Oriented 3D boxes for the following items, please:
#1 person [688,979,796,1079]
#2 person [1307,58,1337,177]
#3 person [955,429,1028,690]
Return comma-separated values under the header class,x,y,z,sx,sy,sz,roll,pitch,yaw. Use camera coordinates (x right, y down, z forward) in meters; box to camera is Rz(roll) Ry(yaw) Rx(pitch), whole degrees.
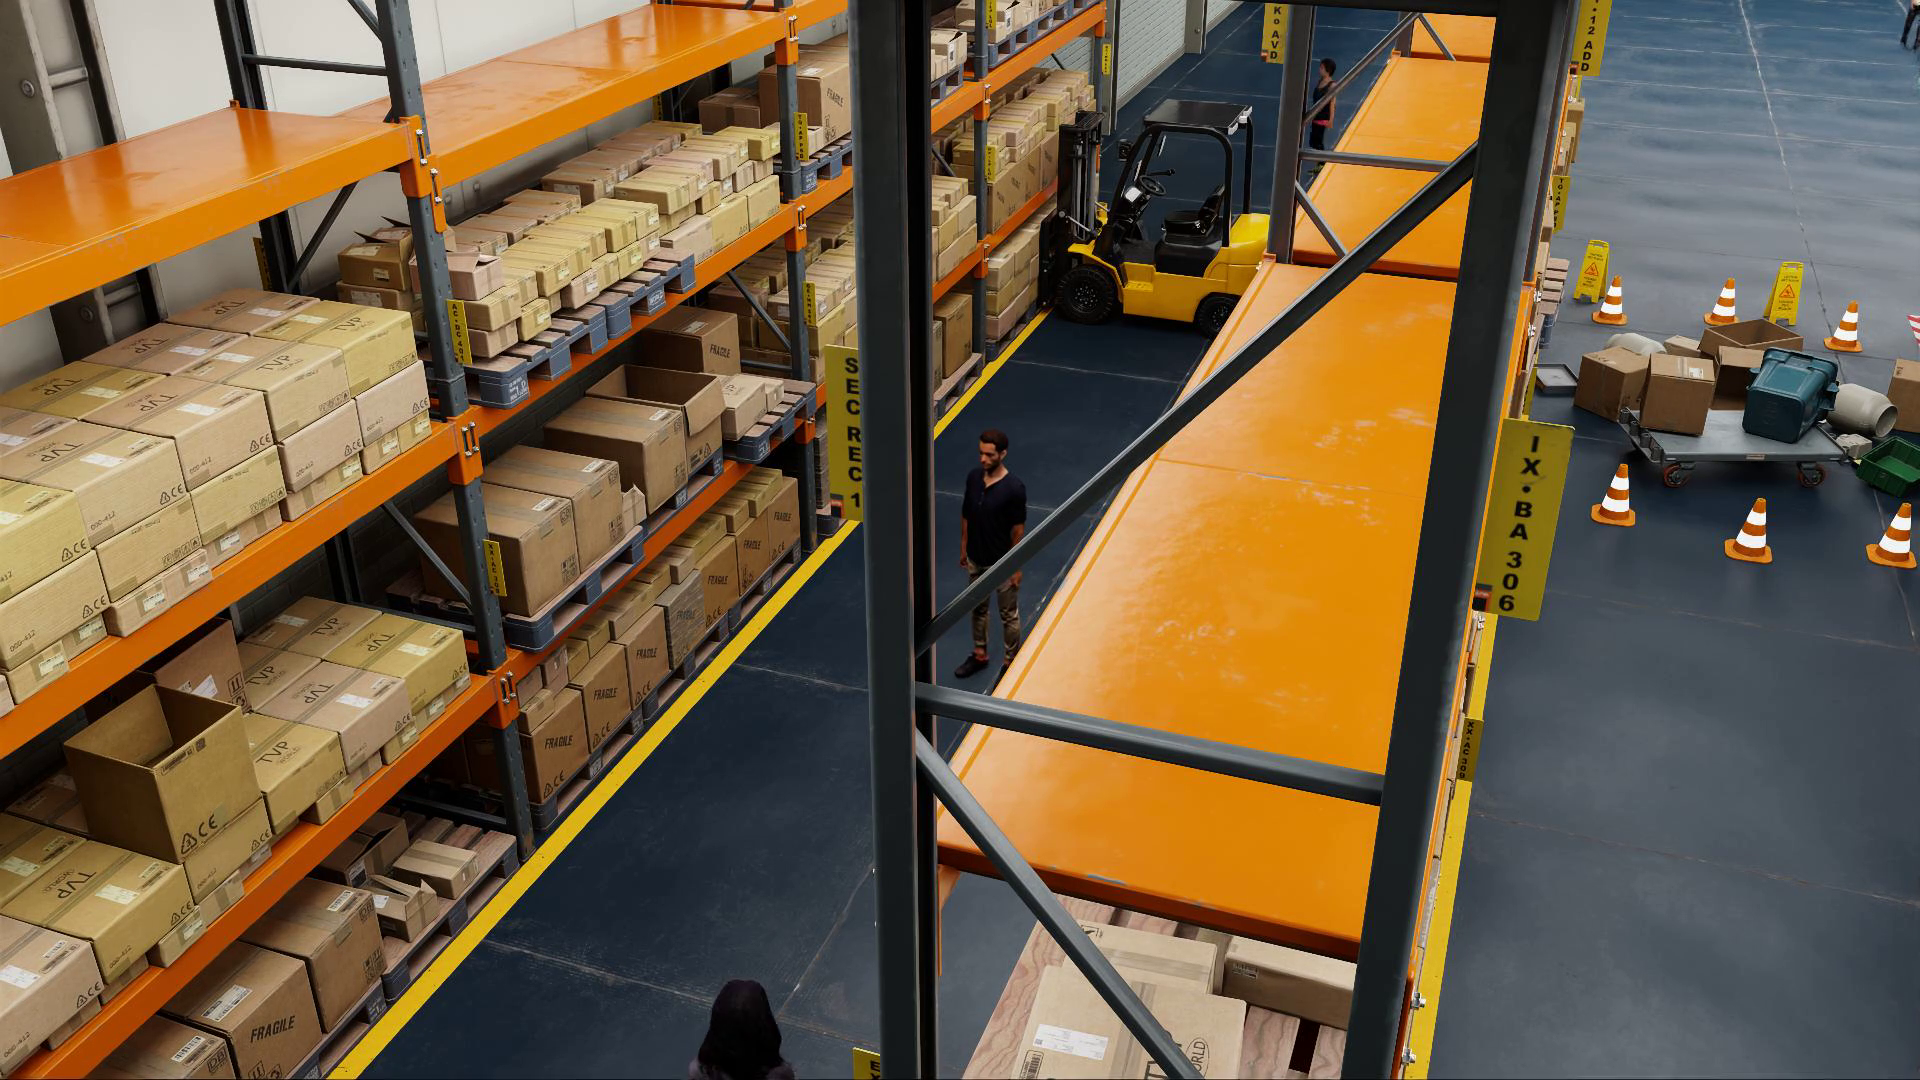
class,x,y,z,sx,sy,sz,roll,pitch,yaw
person,-0.857,2.524,6.564,0.699,1.752,0.703,1,28,3
person,4.858,-5.599,22.043,0.703,1.540,0.620,-5,28,-9
person,0.221,0.113,10.980,0.693,1.856,0.619,19,33,31
